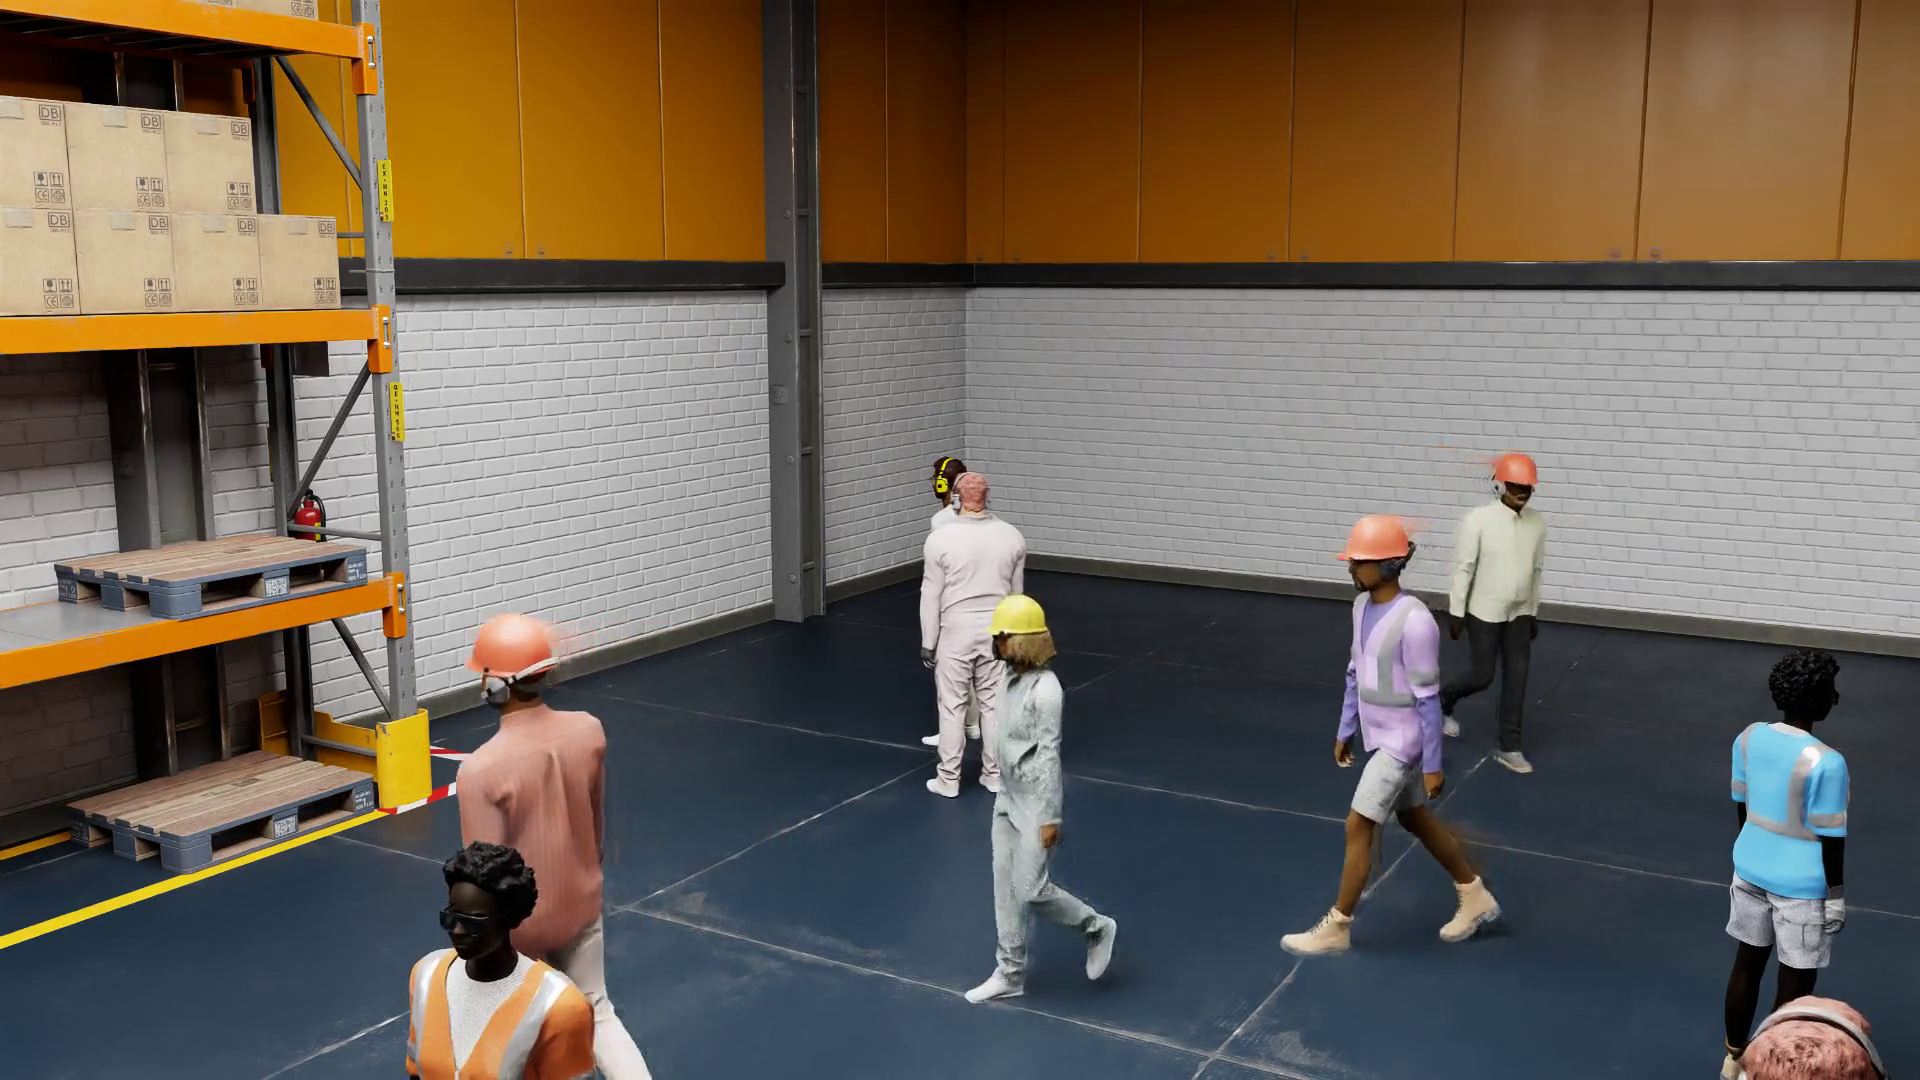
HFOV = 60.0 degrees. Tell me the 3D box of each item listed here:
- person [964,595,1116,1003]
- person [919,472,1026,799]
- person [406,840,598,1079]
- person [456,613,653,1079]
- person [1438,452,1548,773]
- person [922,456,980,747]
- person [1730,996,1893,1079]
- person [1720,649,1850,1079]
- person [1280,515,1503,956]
[{"bbox_3d":[0.325,1.070,6.895,0.574,1.727,0.498,-4,10,-24],"label":"person"},{"bbox_3d":[0.057,0.551,9.645,0.648,1.897,0.399,-4,10,-24],"label":"person"},{"bbox_3d":[-1.117,1.548,4.025,0.535,1.700,0.318,4,10,21],"label":"person"},{"bbox_3d":[-1.305,1.204,5.363,0.950,1.965,0.603,7,11,37],"label":"person"},{"bbox_3d":[3.269,0.410,10.283,0.626,1.972,0.722,-3,10,-20],"label":"person"},{"bbox_3d":[-0.058,0.398,10.668,0.335,1.873,0.521,5,11,31],"label":"person"},{"bbox_3d":[1.322,1.665,2.695,0.638,1.899,0.395,7,12,39],"label":"person"},{"bbox_3d":[3.000,1.229,6.023,0.318,1.697,0.533,-2,9,-13],"label":"person"},{"bbox_3d":[1.990,0.865,7.398,1.036,1.997,0.621,-1,9,-7],"label":"person"}]
